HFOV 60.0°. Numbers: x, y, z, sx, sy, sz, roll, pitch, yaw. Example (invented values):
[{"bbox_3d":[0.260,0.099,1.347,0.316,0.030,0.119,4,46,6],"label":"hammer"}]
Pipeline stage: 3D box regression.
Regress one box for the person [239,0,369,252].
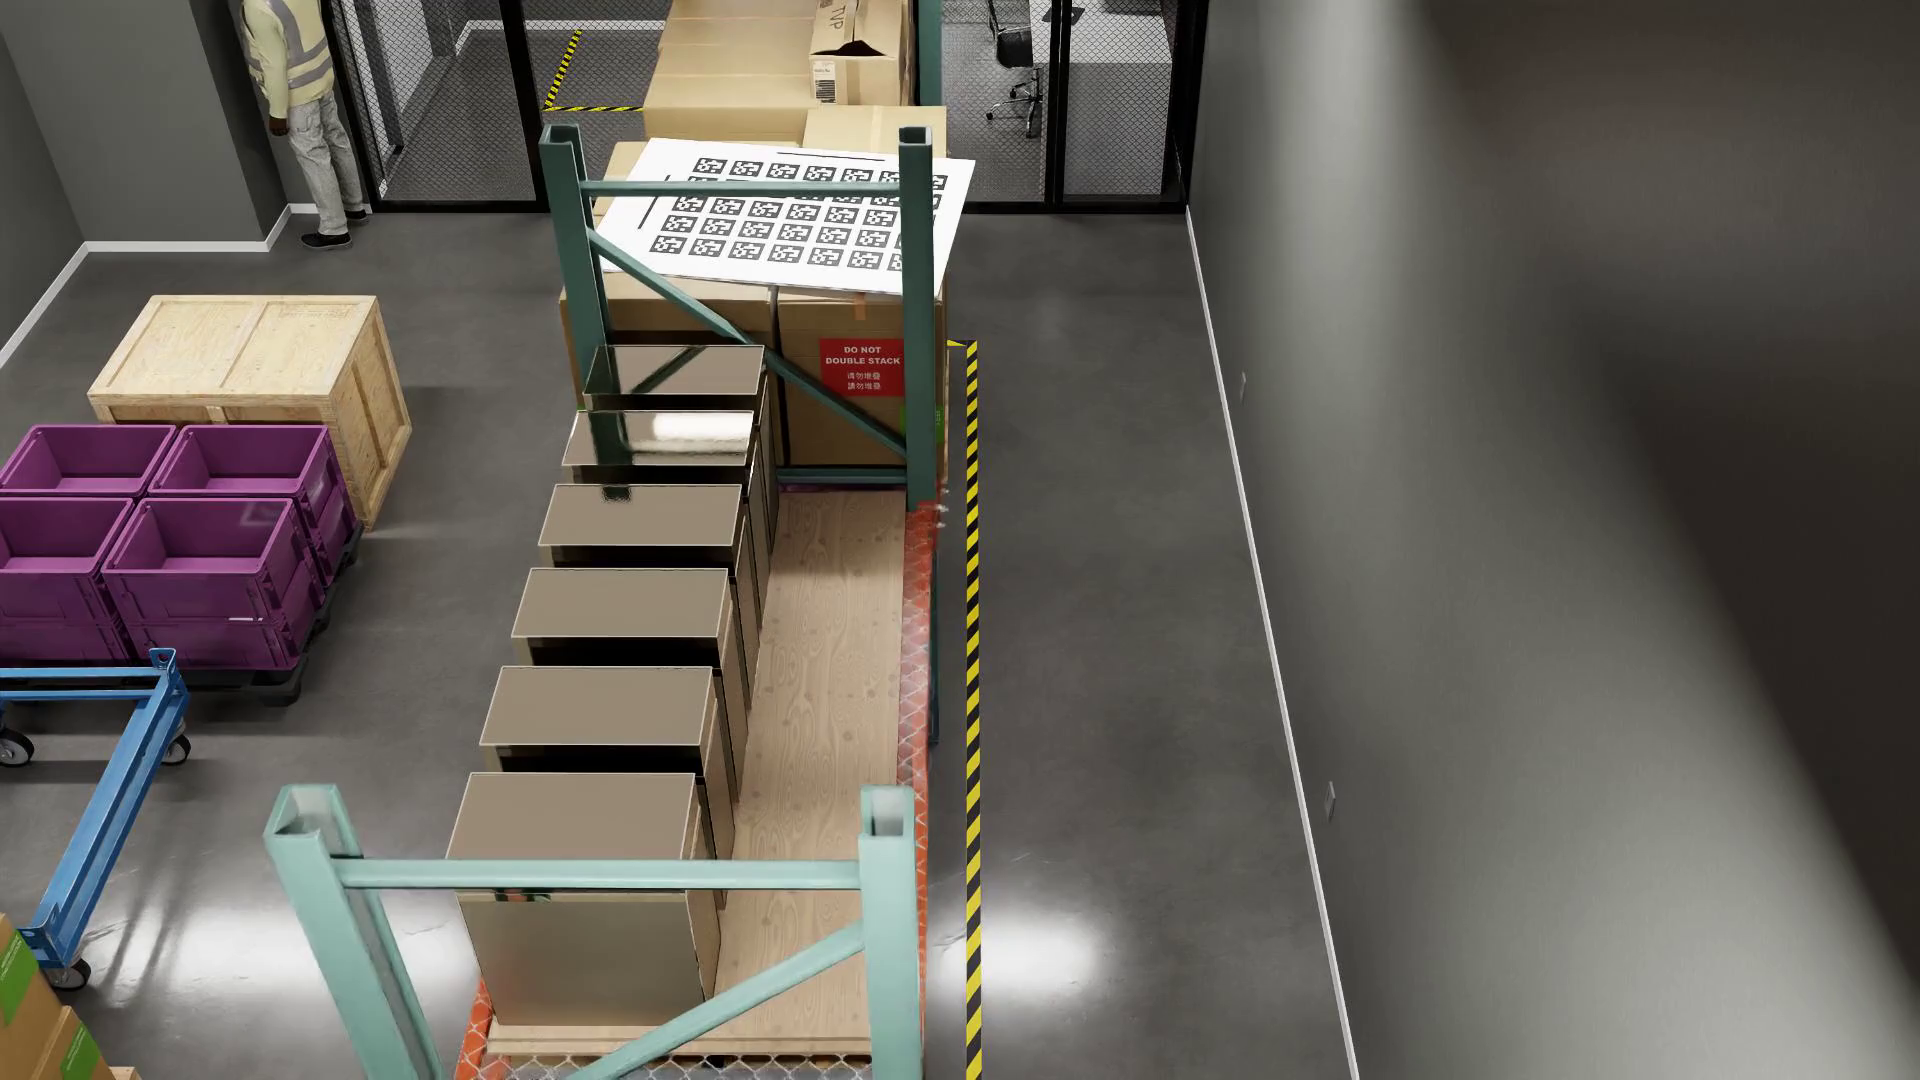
[{"bbox_3d":[-3.476,-2.387,8.694,0.403,1.834,0.589,5,41,6],"label":"person"}]
